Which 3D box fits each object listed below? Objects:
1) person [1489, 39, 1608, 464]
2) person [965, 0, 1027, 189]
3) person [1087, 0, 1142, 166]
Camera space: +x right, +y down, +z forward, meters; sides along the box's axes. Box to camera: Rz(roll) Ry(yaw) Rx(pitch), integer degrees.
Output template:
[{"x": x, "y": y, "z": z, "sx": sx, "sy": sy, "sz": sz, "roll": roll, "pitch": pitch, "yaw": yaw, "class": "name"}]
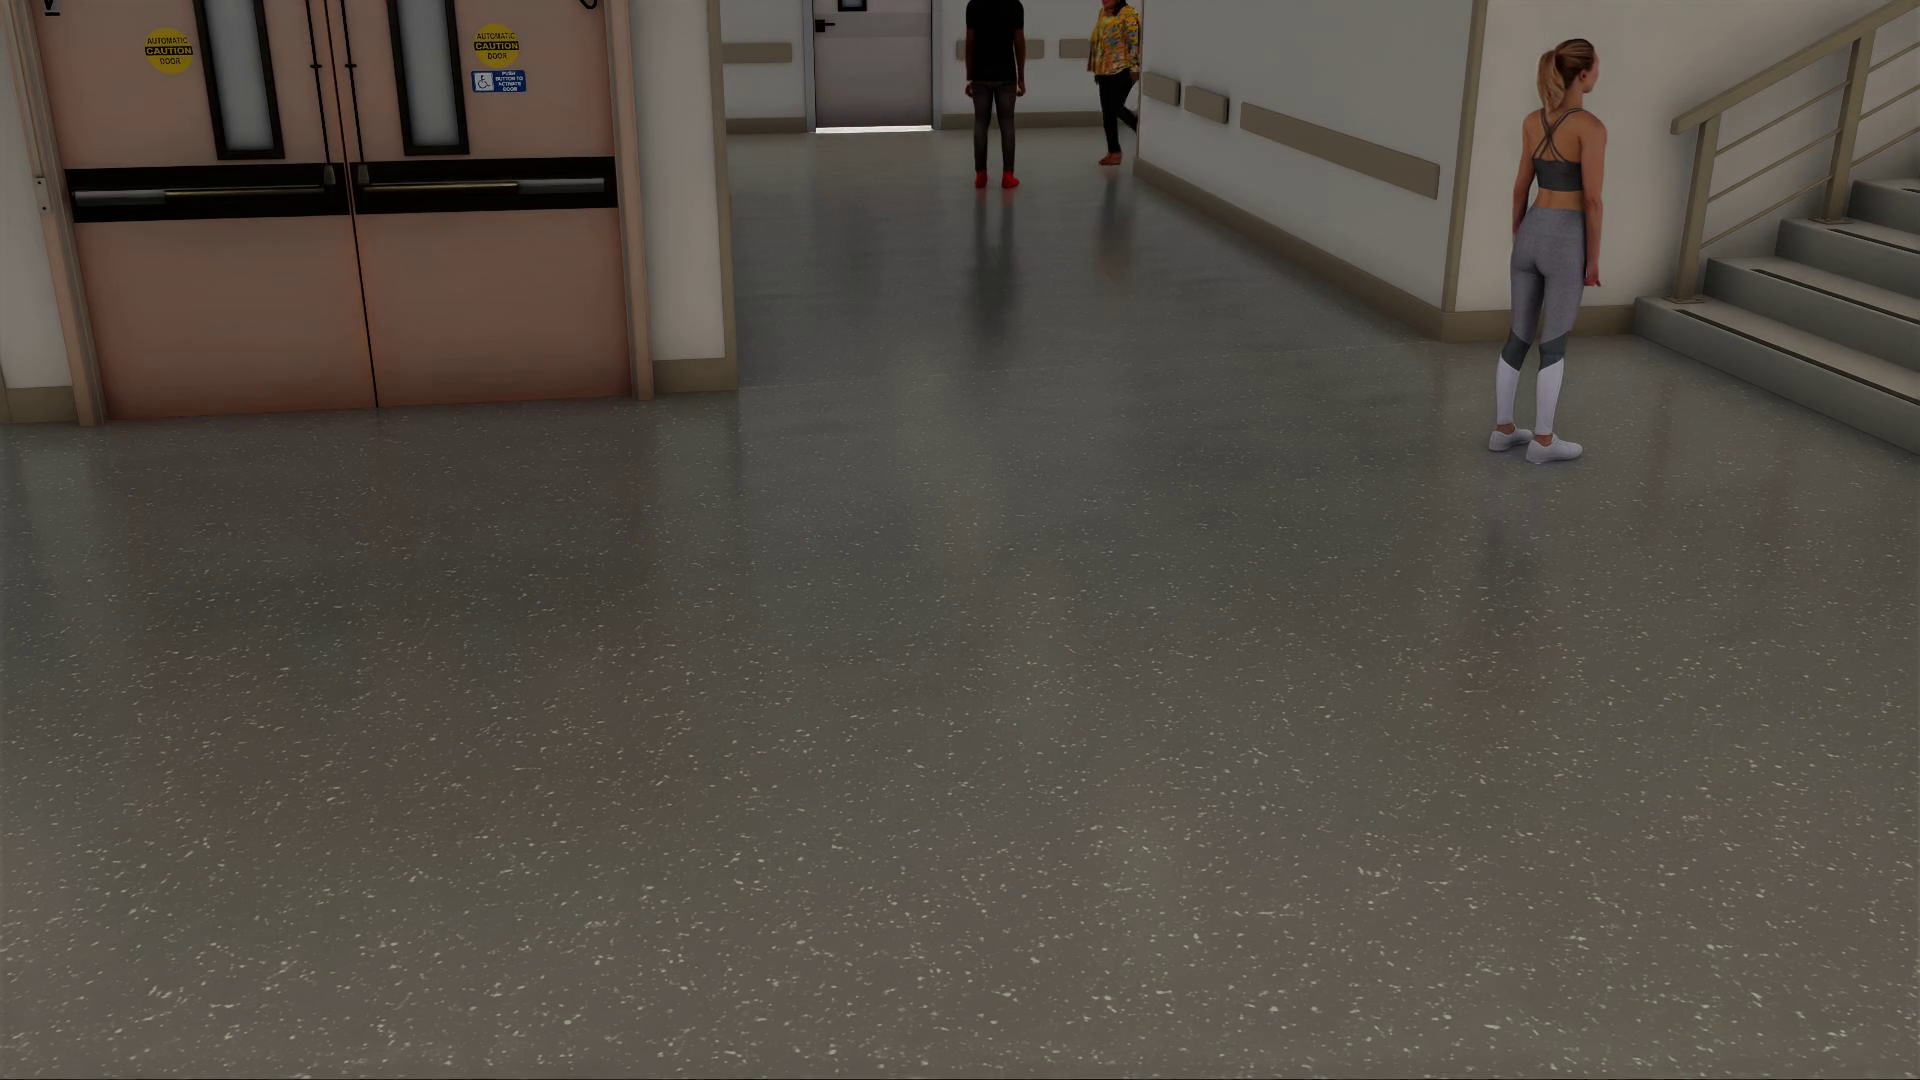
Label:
[{"x": 2.423, "y": -1.179, "z": 6.837, "sx": 0.643, "sy": 1.703, "sz": 0.647, "roll": -12, "pitch": 24, "yaw": -29, "class": "person"}, {"x": 0.278, "y": -3.822, "z": 13.673, "sx": 0.563, "sy": 1.804, "sz": 0.764, "roll": 2, "pitch": 21, "yaw": 5, "class": "person"}, {"x": 1.461, "y": -4.165, "z": 14.821, "sx": 0.954, "sy": 1.633, "sz": 0.876, "roll": -16, "pitch": 26, "yaw": -35, "class": "person"}]
